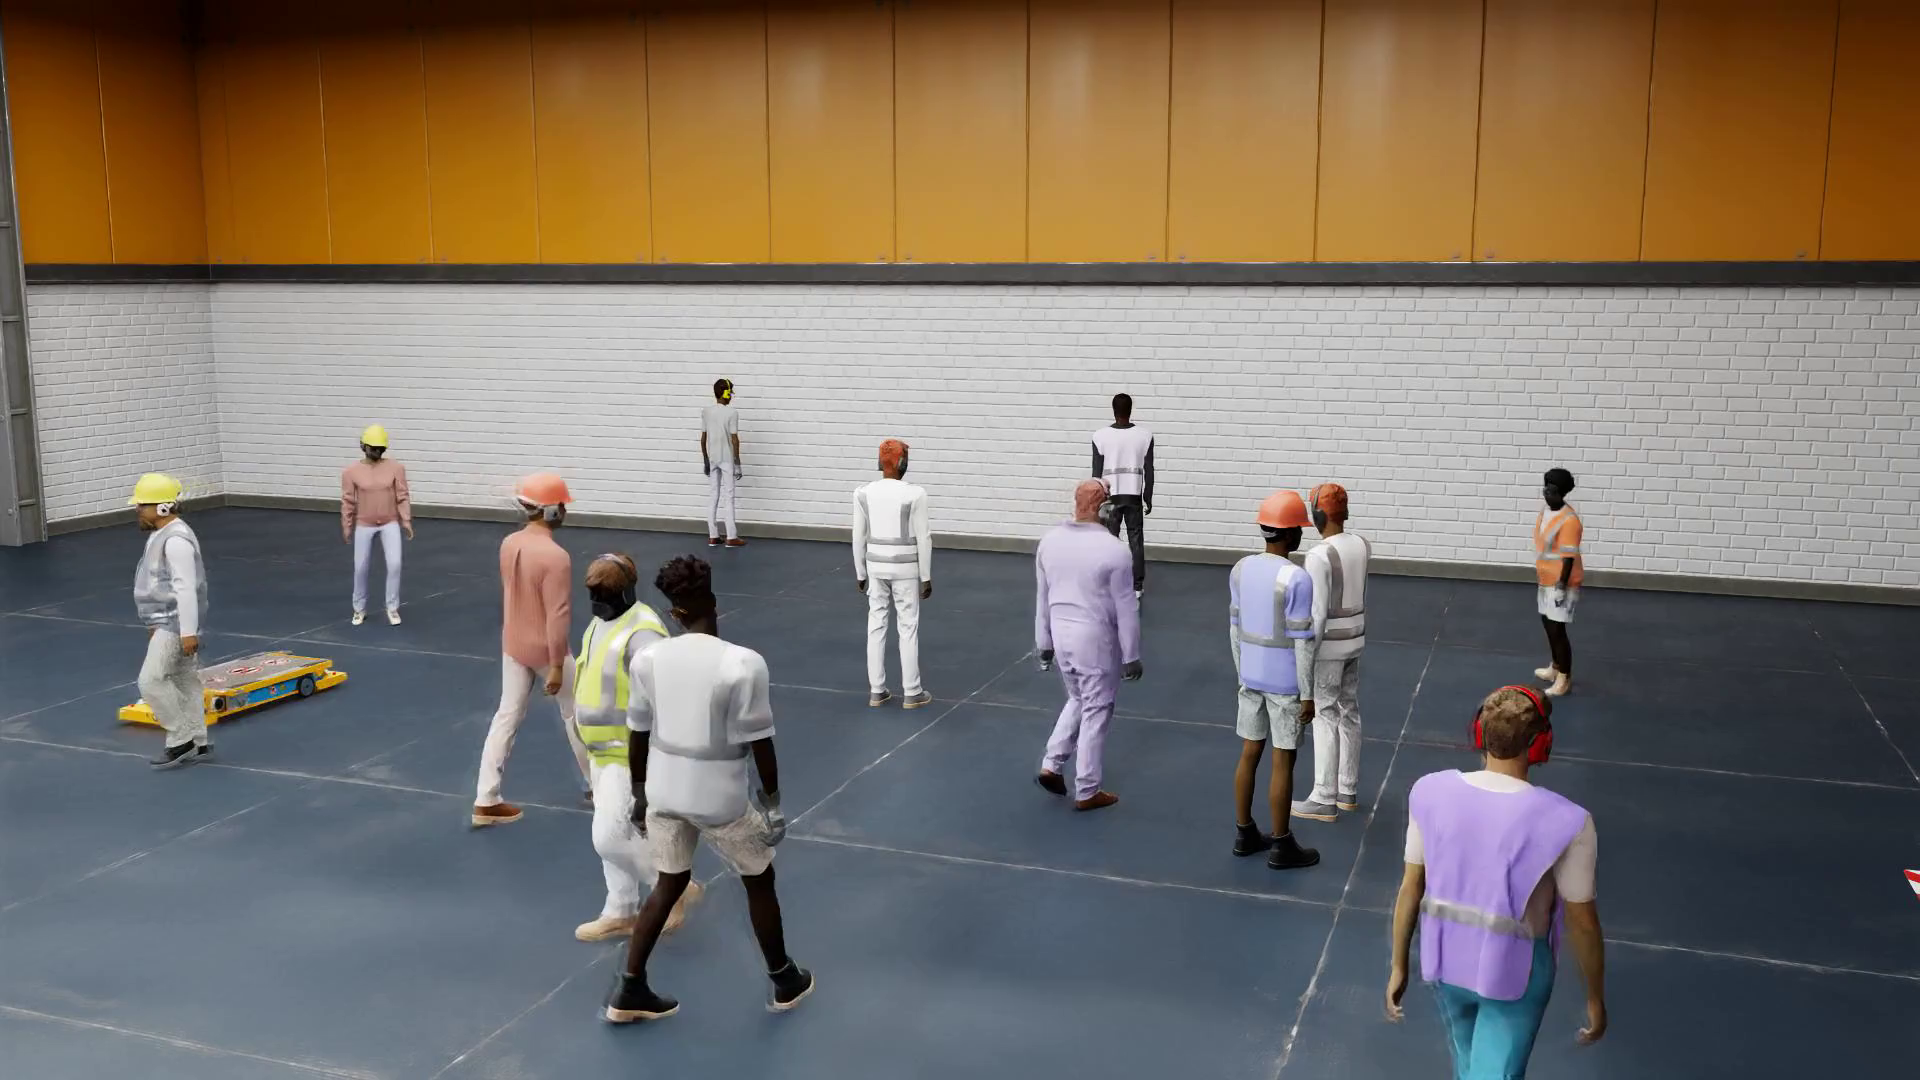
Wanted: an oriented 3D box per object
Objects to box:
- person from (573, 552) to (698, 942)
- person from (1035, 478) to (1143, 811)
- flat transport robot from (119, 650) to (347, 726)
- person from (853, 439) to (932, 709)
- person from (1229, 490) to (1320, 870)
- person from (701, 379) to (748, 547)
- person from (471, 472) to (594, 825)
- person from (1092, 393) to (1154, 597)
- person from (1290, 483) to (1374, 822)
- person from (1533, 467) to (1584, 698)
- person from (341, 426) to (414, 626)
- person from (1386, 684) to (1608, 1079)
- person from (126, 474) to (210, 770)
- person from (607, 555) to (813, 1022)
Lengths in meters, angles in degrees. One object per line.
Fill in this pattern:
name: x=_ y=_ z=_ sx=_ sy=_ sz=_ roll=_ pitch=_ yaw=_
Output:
person: x=-1.494 y=0.942 z=7.404 sx=0.452 sy=1.819 sz=0.664 roll=-5 pitch=11 yaw=-30
person: x=0.742 y=0.593 z=9.377 sx=0.419 sy=1.890 sz=0.651 roll=-8 pitch=12 yaw=-41
flat transport robot: x=-5.069 y=1.027 z=11.671 sx=0.652 sy=0.197 sz=1.431 roll=4 pitch=10 yaw=22
person: x=-0.462 y=0.235 z=11.589 sx=0.573 sy=1.886 sz=0.357 roll=4 pitch=10 yaw=21
person: x=1.617 y=0.707 z=8.499 sx=0.362 sy=1.938 sz=0.545 roll=-6 pitch=11 yaw=-34
person: x=-2.628 y=-0.851 z=18.404 sx=0.513 sy=1.864 sz=0.337 roll=5 pitch=10 yaw=29
person: x=-2.322 y=0.589 z=9.242 sx=0.620 sy=1.947 sz=1.022 roll=7 pitch=12 yaw=38
person: x=1.512 y=-0.405 z=15.479 sx=0.588 sy=1.914 sz=0.392 roll=0 pitch=9 yaw=-2
person: x=2.054 y=0.616 z=9.227 sx=0.354 sy=1.886 sz=0.572 roll=8 pitch=12 yaw=42
person: x=4.284 y=0.286 z=11.946 sx=0.388 sy=1.662 sz=0.680 roll=0 pitch=9 yaw=0
person: x=-5.002 y=-0.119 z=14.280 sx=0.589 sy=1.739 sz=0.574 roll=-4 pitch=10 yaw=-23
person: x=1.682 y=1.324 z=5.108 sx=0.963 sy=1.792 sz=0.590 roll=-9 pitch=13 yaw=-44
person: x=-4.867 y=0.500 z=10.149 sx=0.511 sy=1.816 sz=0.625 roll=-6 pitch=11 yaw=-31
person: x=-1.024 y=1.005 z=6.734 sx=0.687 sy=1.921 sz=0.720 roll=4 pitch=10 yaw=23
